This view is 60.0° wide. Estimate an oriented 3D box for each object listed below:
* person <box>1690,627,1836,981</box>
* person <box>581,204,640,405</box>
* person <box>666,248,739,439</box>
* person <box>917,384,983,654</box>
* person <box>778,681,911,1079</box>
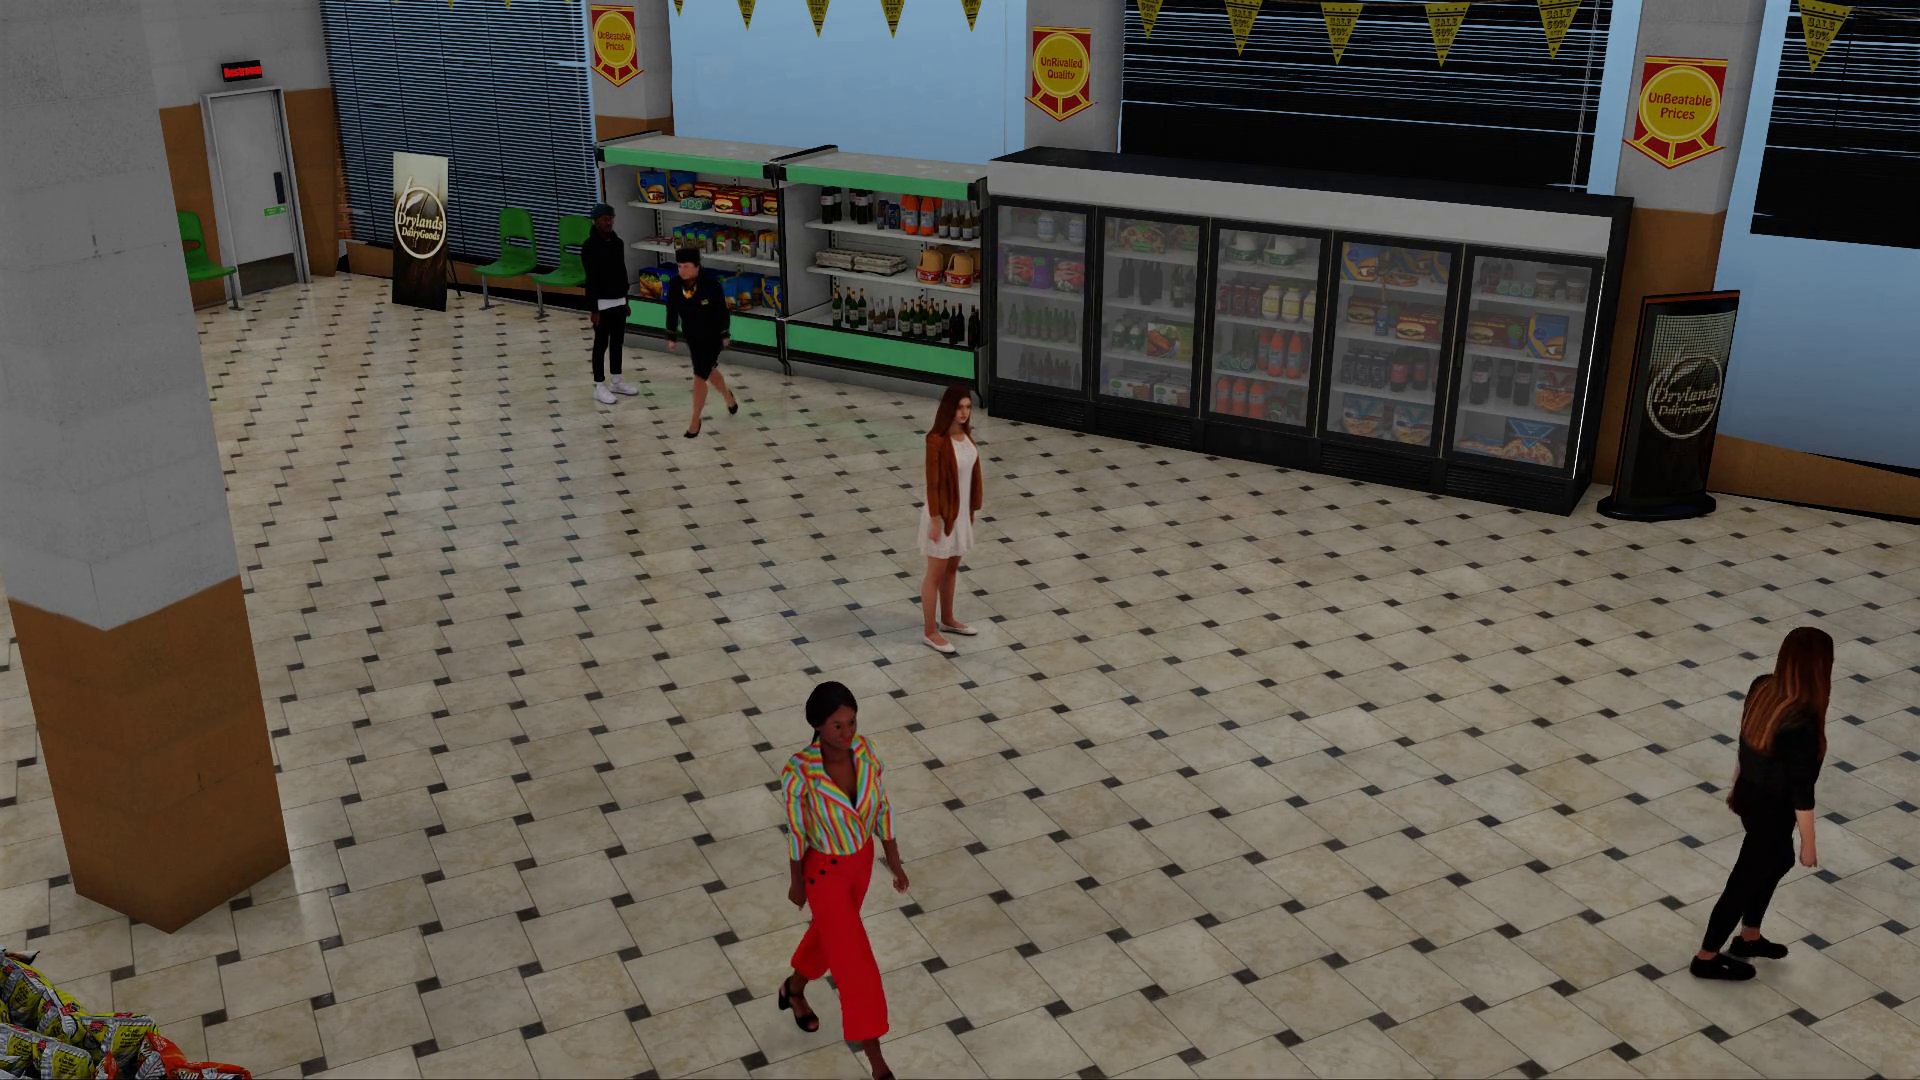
[{"bbox_3d":[3.373,1.155,7.159,0.831,1.698,0.771,1,22,2],"label":"person"},{"bbox_3d":[-3.257,-2.202,15.353,0.568,1.817,0.658,13,25,29],"label":"person"},{"bbox_3d":[-2.178,-1.735,14.468,1.100,1.612,0.851,8,23,19],"label":"person"},{"bbox_3d":[-0.081,-0.163,10.418,0.560,1.714,0.600,13,25,29],"label":"person"},{"bbox_3d":[-0.529,1.346,6.620,0.831,1.746,1.216,-18,28,-38],"label":"person"}]
